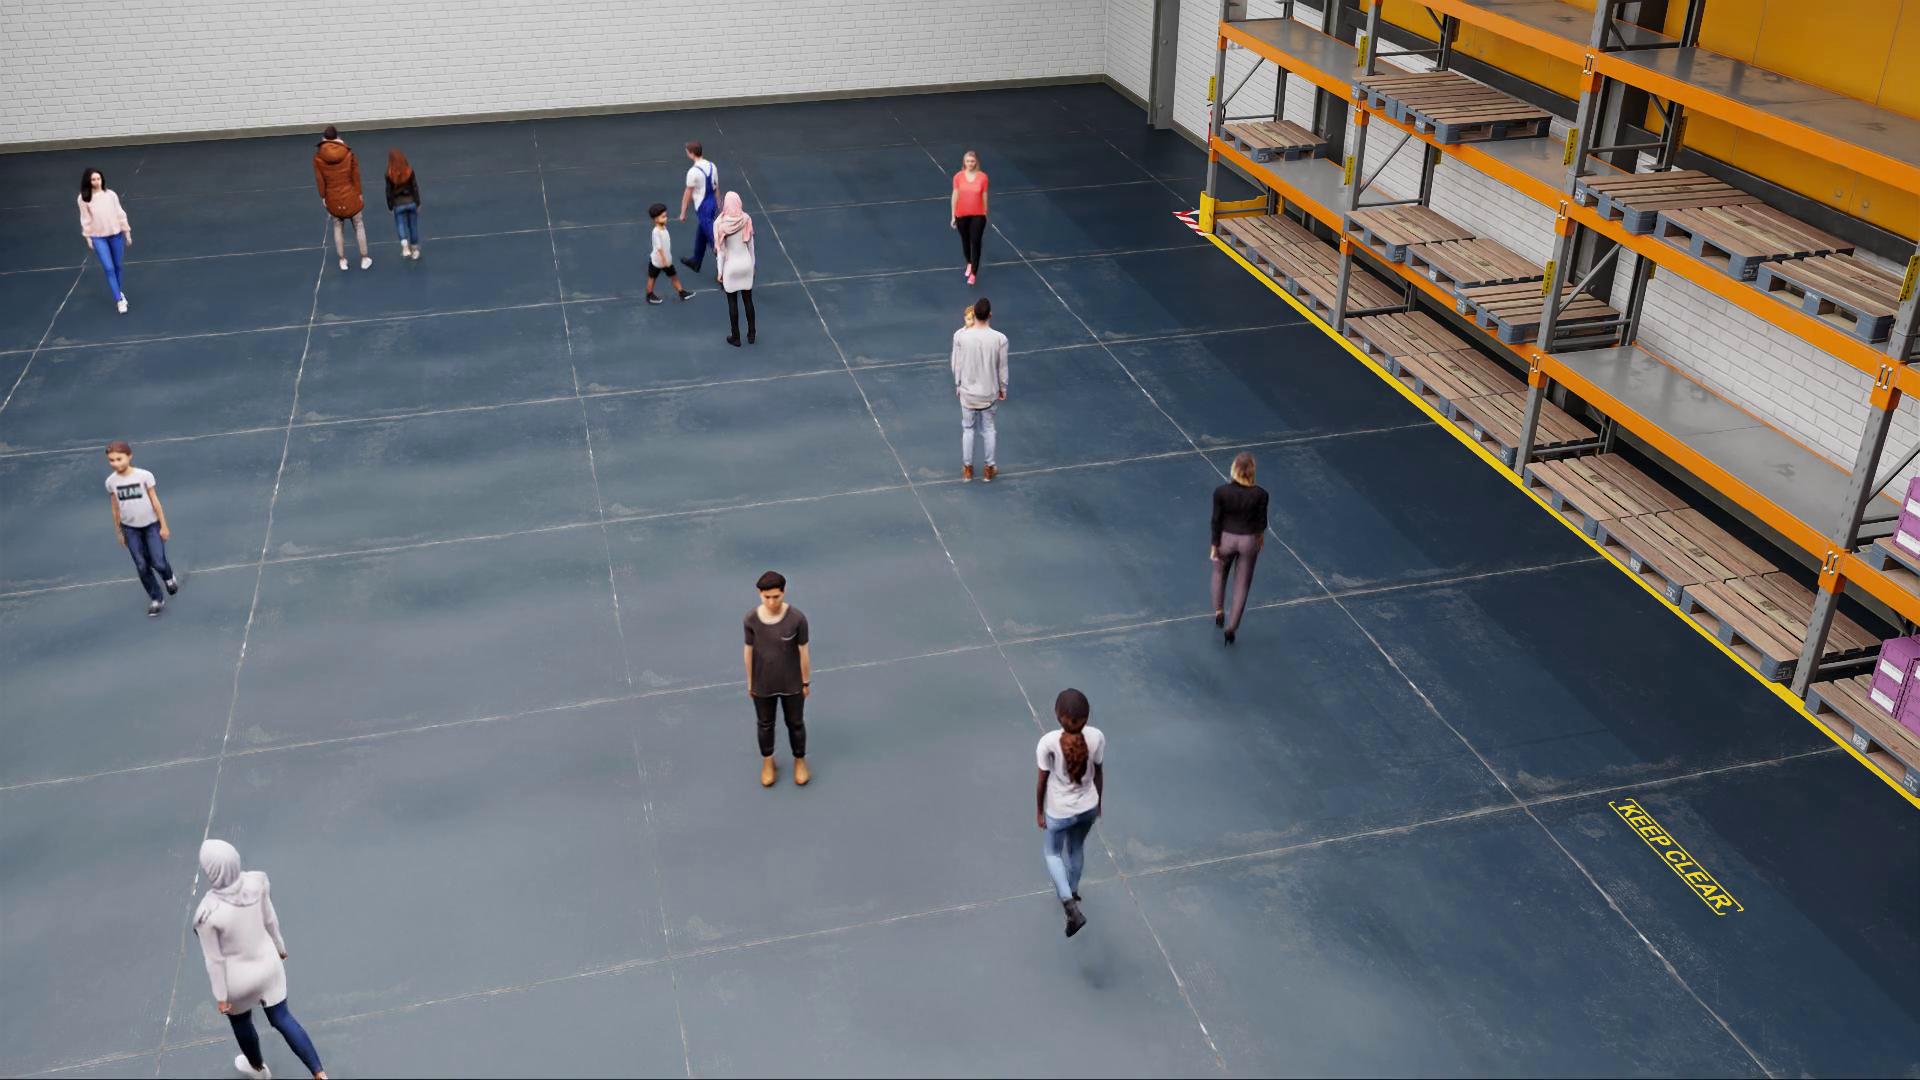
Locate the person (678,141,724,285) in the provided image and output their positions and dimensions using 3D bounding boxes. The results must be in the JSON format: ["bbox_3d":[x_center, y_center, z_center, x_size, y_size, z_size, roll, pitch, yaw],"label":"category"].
[{"bbox_3d":[-3.102,-4.018,20.684,1.278,1.786,1.206,19,34,30],"label":"person"}]

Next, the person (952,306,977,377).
[{"bbox_3d":[0.099,-1.817,17.159,0.714,1.297,0.948,2,29,3],"label":"person"}]

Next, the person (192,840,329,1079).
[{"bbox_3d":[-3.786,2.382,8.989,1.150,1.750,1.052,18,33,29],"label":"person"}]

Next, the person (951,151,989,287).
[{"bbox_3d":[0.134,-4.069,20.924,0.898,1.646,1.170,5,29,9],"label":"person"}]

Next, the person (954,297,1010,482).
[{"bbox_3d":[0.191,-1.435,15.895,0.733,1.837,0.675,1,29,2],"label":"person"}]

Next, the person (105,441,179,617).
[{"bbox_3d":[-6.795,-0.144,13.831,0.556,1.547,0.696,-6,29,-10],"label":"person"}]

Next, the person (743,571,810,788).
[{"bbox_3d":[-1.283,0.950,11.653,0.666,1.711,0.640,1,29,2],"label":"person"}]

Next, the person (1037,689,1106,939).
[{"bbox_3d":[0.715,1.714,10.258,0.576,1.707,0.854,-8,30,-13],"label":"person"}]

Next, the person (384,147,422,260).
[{"bbox_3d":[-7.217,-4.359,21.635,0.601,1.474,0.550,-11,30,-19],"label":"person"}]

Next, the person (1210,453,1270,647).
[{"bbox_3d":[2.203,0.118,13.236,0.730,1.656,0.788,6,29,11],"label":"person"}]

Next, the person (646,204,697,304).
[{"bbox_3d":[-3.706,-3.464,20.256,0.831,1.224,0.874,8,30,15],"label":"person"}]

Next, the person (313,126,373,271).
[{"bbox_3d":[-7.903,-4.373,21.282,0.686,1.836,0.666,-6,29,-11],"label":"person"}]

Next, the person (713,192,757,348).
[{"bbox_3d":[-2.544,-3.097,18.978,0.675,1.803,0.656,-13,31,-23],"label":"person"}]

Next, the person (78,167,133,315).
[{"bbox_3d":[-10.297,-3.637,20.037,0.894,1.737,1.081,-20,34,-32],"label":"person"}]
